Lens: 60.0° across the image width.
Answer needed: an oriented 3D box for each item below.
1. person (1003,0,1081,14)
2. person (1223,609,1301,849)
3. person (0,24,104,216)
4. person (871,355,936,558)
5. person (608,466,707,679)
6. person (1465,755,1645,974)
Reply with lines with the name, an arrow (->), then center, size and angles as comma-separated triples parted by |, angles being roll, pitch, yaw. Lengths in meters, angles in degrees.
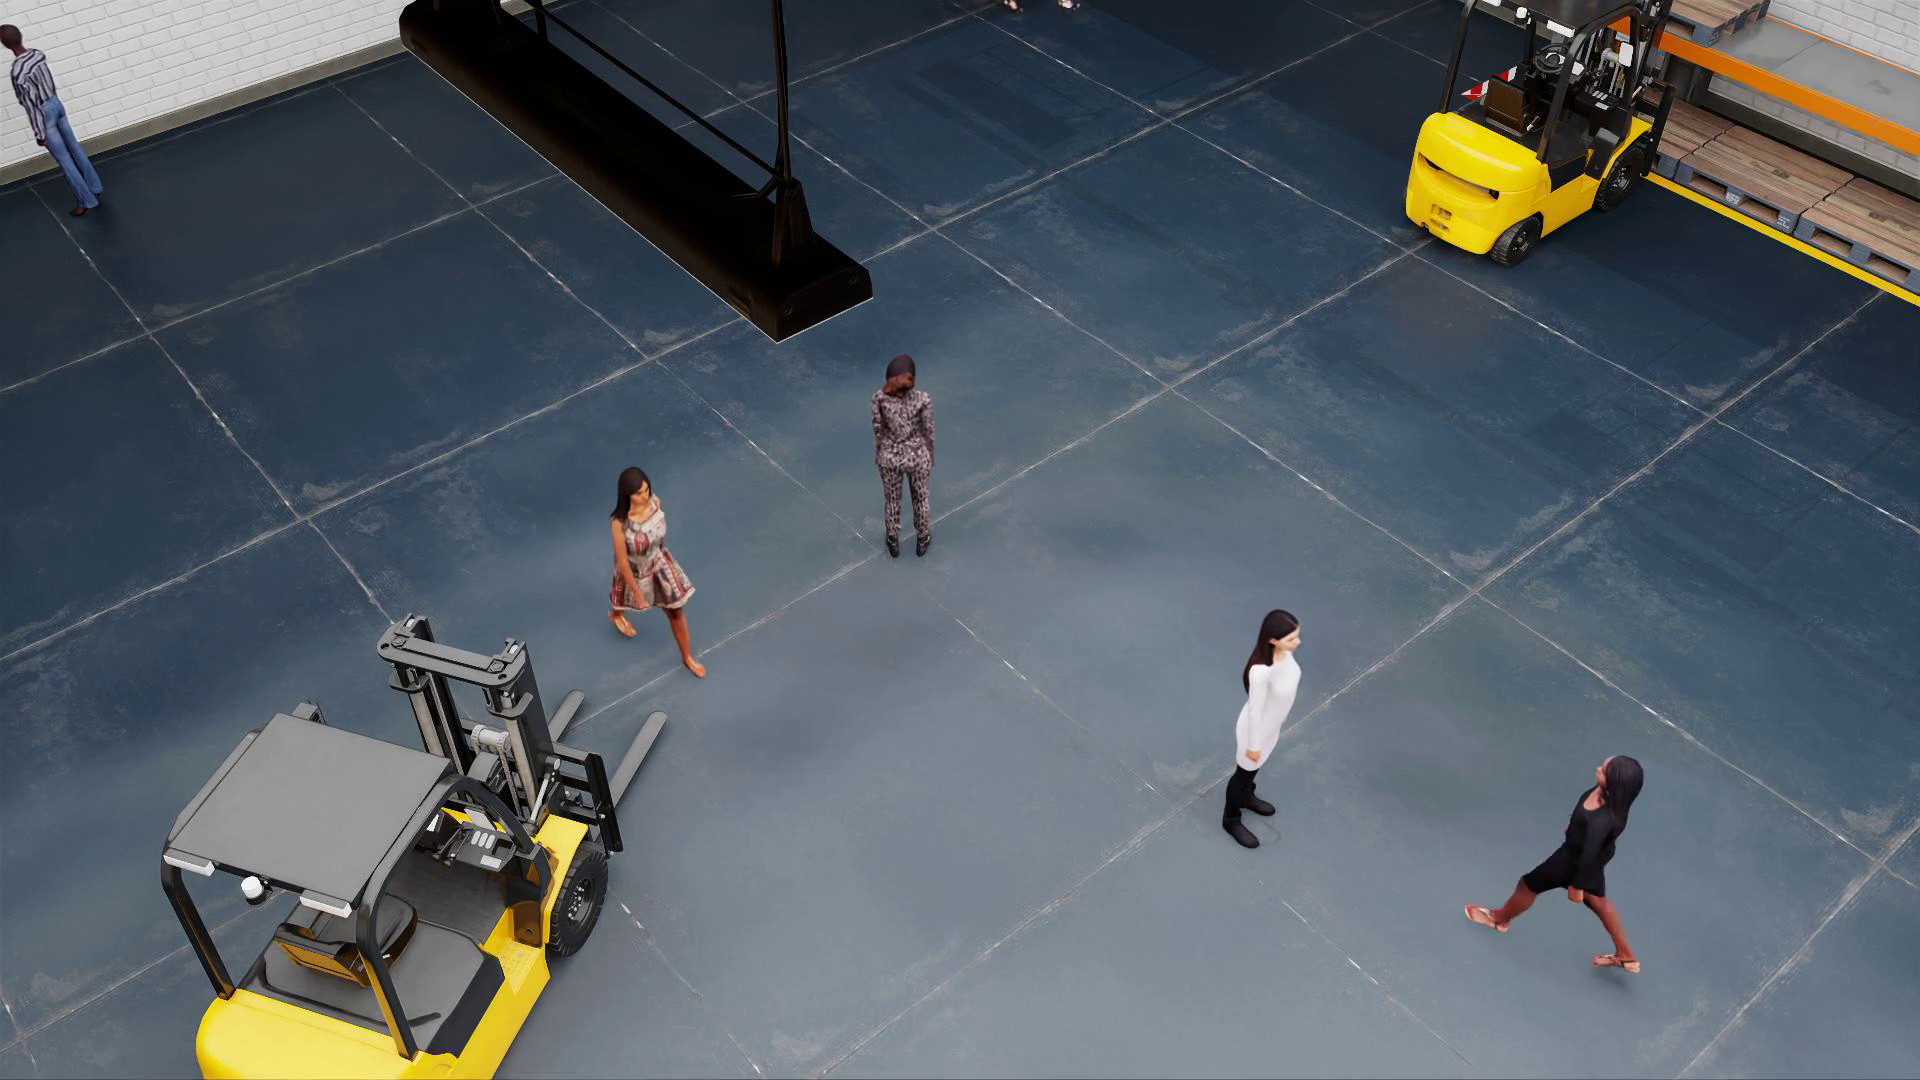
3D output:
person -> 0.683, -6.314, 17.420 | 1.084, 1.740, 1.082 | -1, 44, -1
person -> 1.742, 1.059, 9.632 | 0.641, 1.808, 0.672 | 22, 48, 22
person -> -8.009, -3.700, 14.638 | 0.777, 1.794, 0.697 | 0, 44, 0
person -> -0.384, -0.569, 11.409 | 0.683, 1.714, 0.735 | 0, 44, 0
person -> -2.099, 0.152, 10.729 | 1.123, 1.608, 0.681 | 33, 53, 30
person -> 3.435, 1.773, 8.978 | 1.282, 1.676, 0.912 | 23, 48, 22
